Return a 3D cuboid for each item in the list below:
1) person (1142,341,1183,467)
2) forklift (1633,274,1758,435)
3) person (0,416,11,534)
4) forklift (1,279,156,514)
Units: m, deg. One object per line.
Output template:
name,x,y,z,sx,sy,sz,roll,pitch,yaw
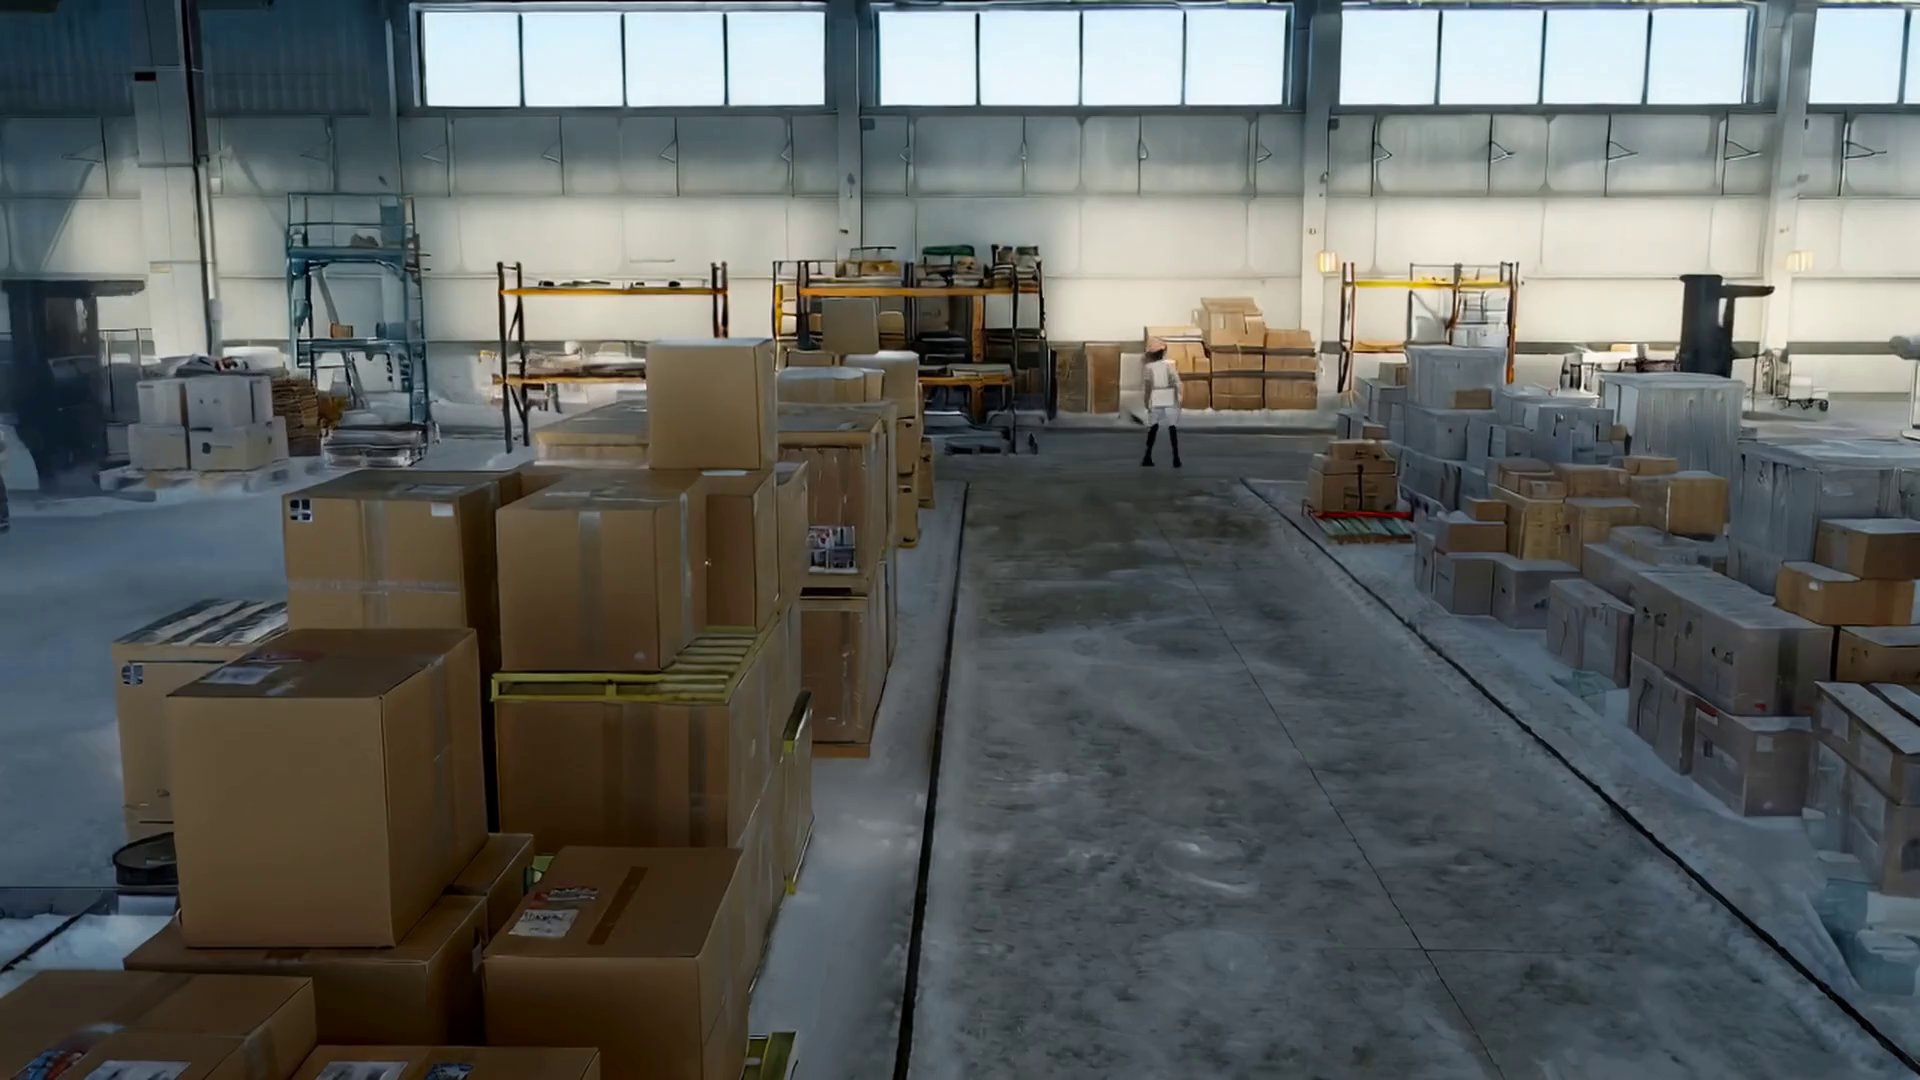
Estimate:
person,3.004,-2.015,24.693,0.621,1.881,0.478,2,10,13
forklift,12.945,-3.275,29.250,1.873,2.768,1.129,0,9,1
person,-10.871,-0.995,18.597,0.343,1.881,0.580,-4,10,-21
forklift,-11.104,-1.772,20.248,1.873,2.768,1.129,1,10,5
